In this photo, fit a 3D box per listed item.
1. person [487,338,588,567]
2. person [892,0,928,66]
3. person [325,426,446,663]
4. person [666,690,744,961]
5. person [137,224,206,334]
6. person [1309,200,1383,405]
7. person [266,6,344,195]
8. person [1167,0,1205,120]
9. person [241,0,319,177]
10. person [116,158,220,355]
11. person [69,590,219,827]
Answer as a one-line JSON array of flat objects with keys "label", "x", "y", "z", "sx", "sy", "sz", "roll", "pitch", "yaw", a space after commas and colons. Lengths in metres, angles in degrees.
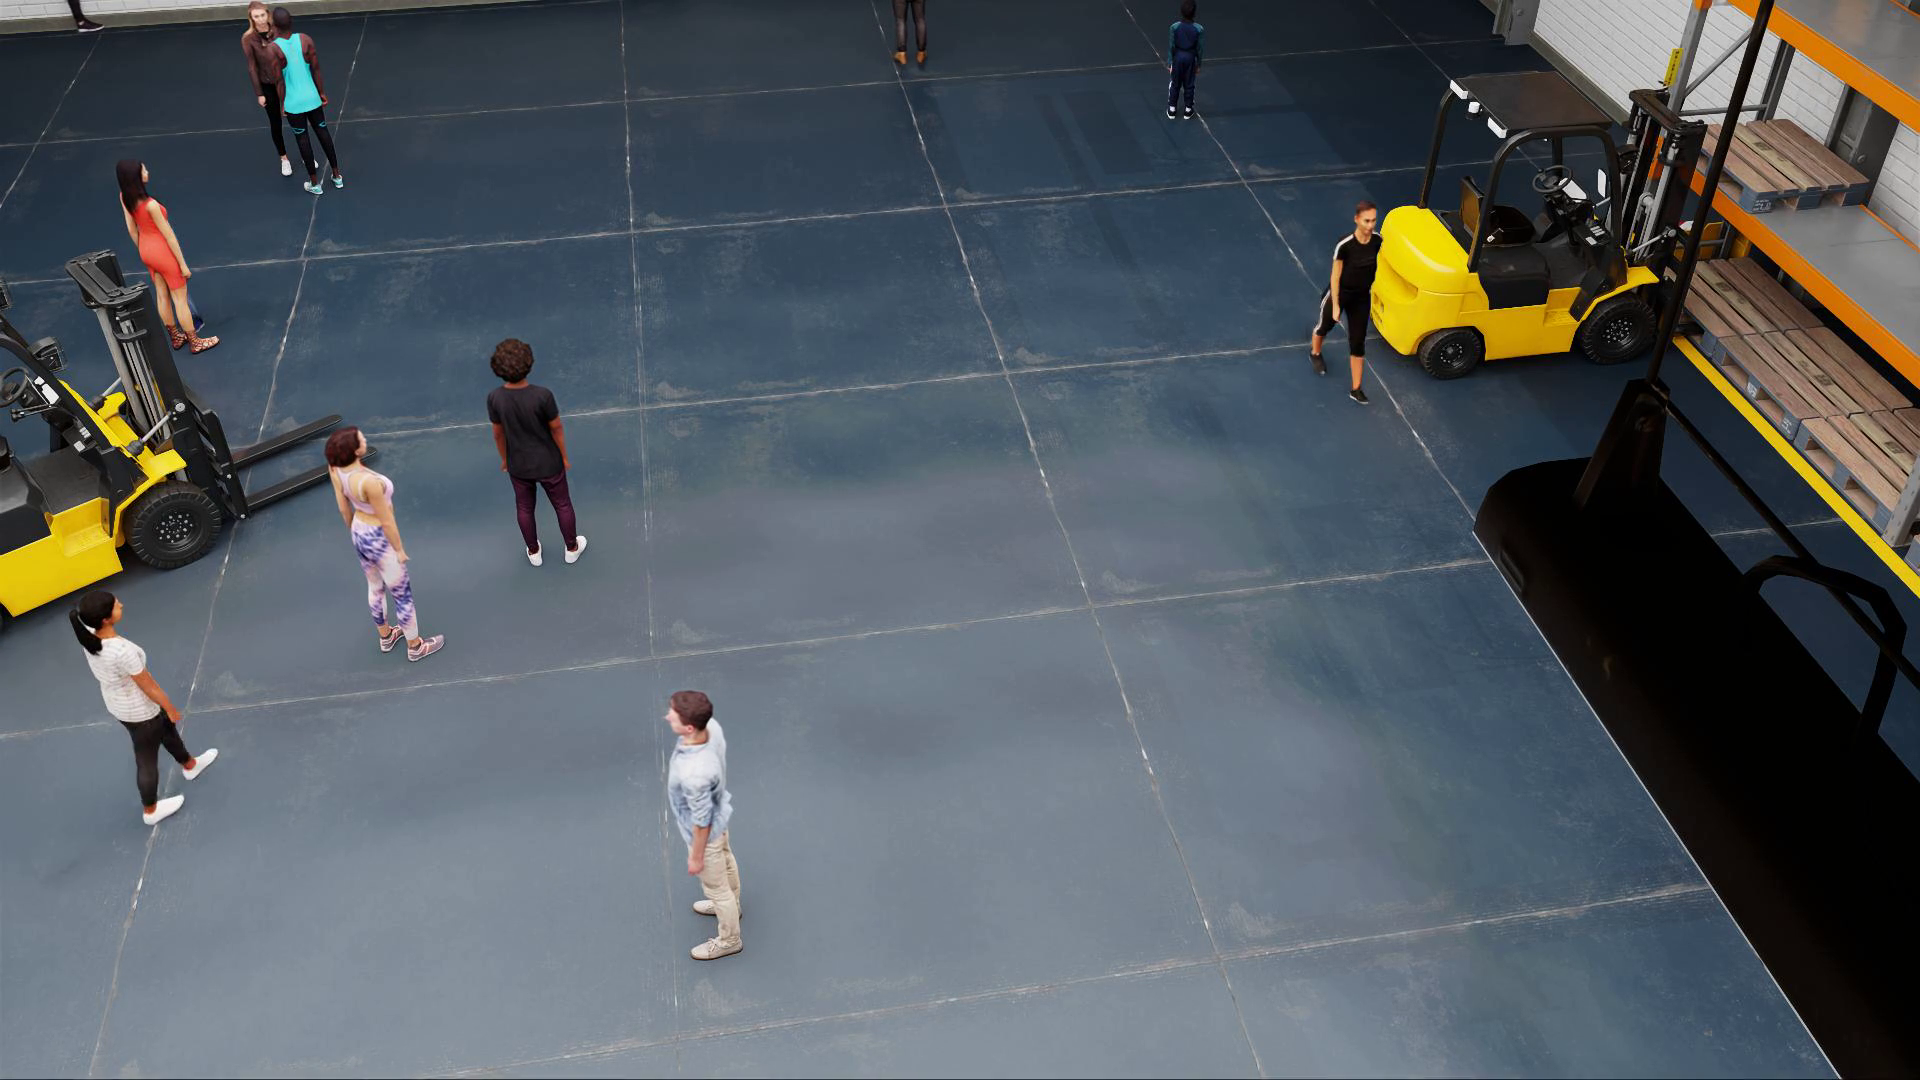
[{"label": "person", "x": -2.910, "y": -0.582, "z": 11.328, "sx": 0.634, "sy": 1.784, "sz": 0.583, "roll": -3, "pitch": 39, "yaw": -4}, {"label": "person", "x": -0.564, "y": -6.106, "z": 18.294, "sx": 0.649, "sy": 1.722, "sz": 0.544, "roll": -4, "pitch": 39, "yaw": -5}, {"label": "person", "x": -3.708, "y": 0.015, "z": 10.594, "sx": 0.675, "sy": 1.766, "sz": 0.721, "roll": 20, "pitch": 43, "yaw": 23}, {"label": "person", "x": -1.324, "y": 1.477, "z": 8.699, "sx": 0.738, "sy": 1.847, "sz": 0.536, "roll": -1, "pitch": 39, "yaw": -1}, {"label": "person", "x": -6.628, "y": -2.306, "z": 13.916, "sx": 0.554, "sy": 1.247, "sz": 0.589, "roll": 11, "pitch": 40, "yaw": 14}, {"label": "person", "x": 3.021, "y": -1.954, "z": 13.173, "sx": 0.644, "sy": 1.625, "sz": 1.118, "roll": -9, "pitch": 40, "yaw": -11}, {"label": "person", "x": -6.250, "y": -4.175, "z": 15.805, "sx": 0.692, "sy": 1.810, "sz": 0.688, "roll": -28, "pitch": 46, "yaw": -30}, {"label": "person", "x": 2.330, "y": -5.001, "z": 17.284, "sx": 0.552, "sy": 1.256, "sz": 0.544, "roll": 5, "pitch": 39, "yaw": 6}, {"label": "person", "x": -6.644, "y": -4.416, "z": 16.192, "sx": 0.670, "sy": 1.704, "sz": 0.642, "roll": -23, "pitch": 44, "yaw": -26}, {"label": "person", "x": -6.511, "y": -2.309, "z": 13.543, "sx": 0.672, "sy": 1.719, "sz": 0.699, "roll": 17, "pitch": 42, "yaw": 20}, {"label": "person", "x": -4.779, "y": 0.993, "z": 9.482, "sx": 0.872, "sy": 1.625, "sz": 0.929, "roll": 24, "pitch": 44, "yaw": 27}]
